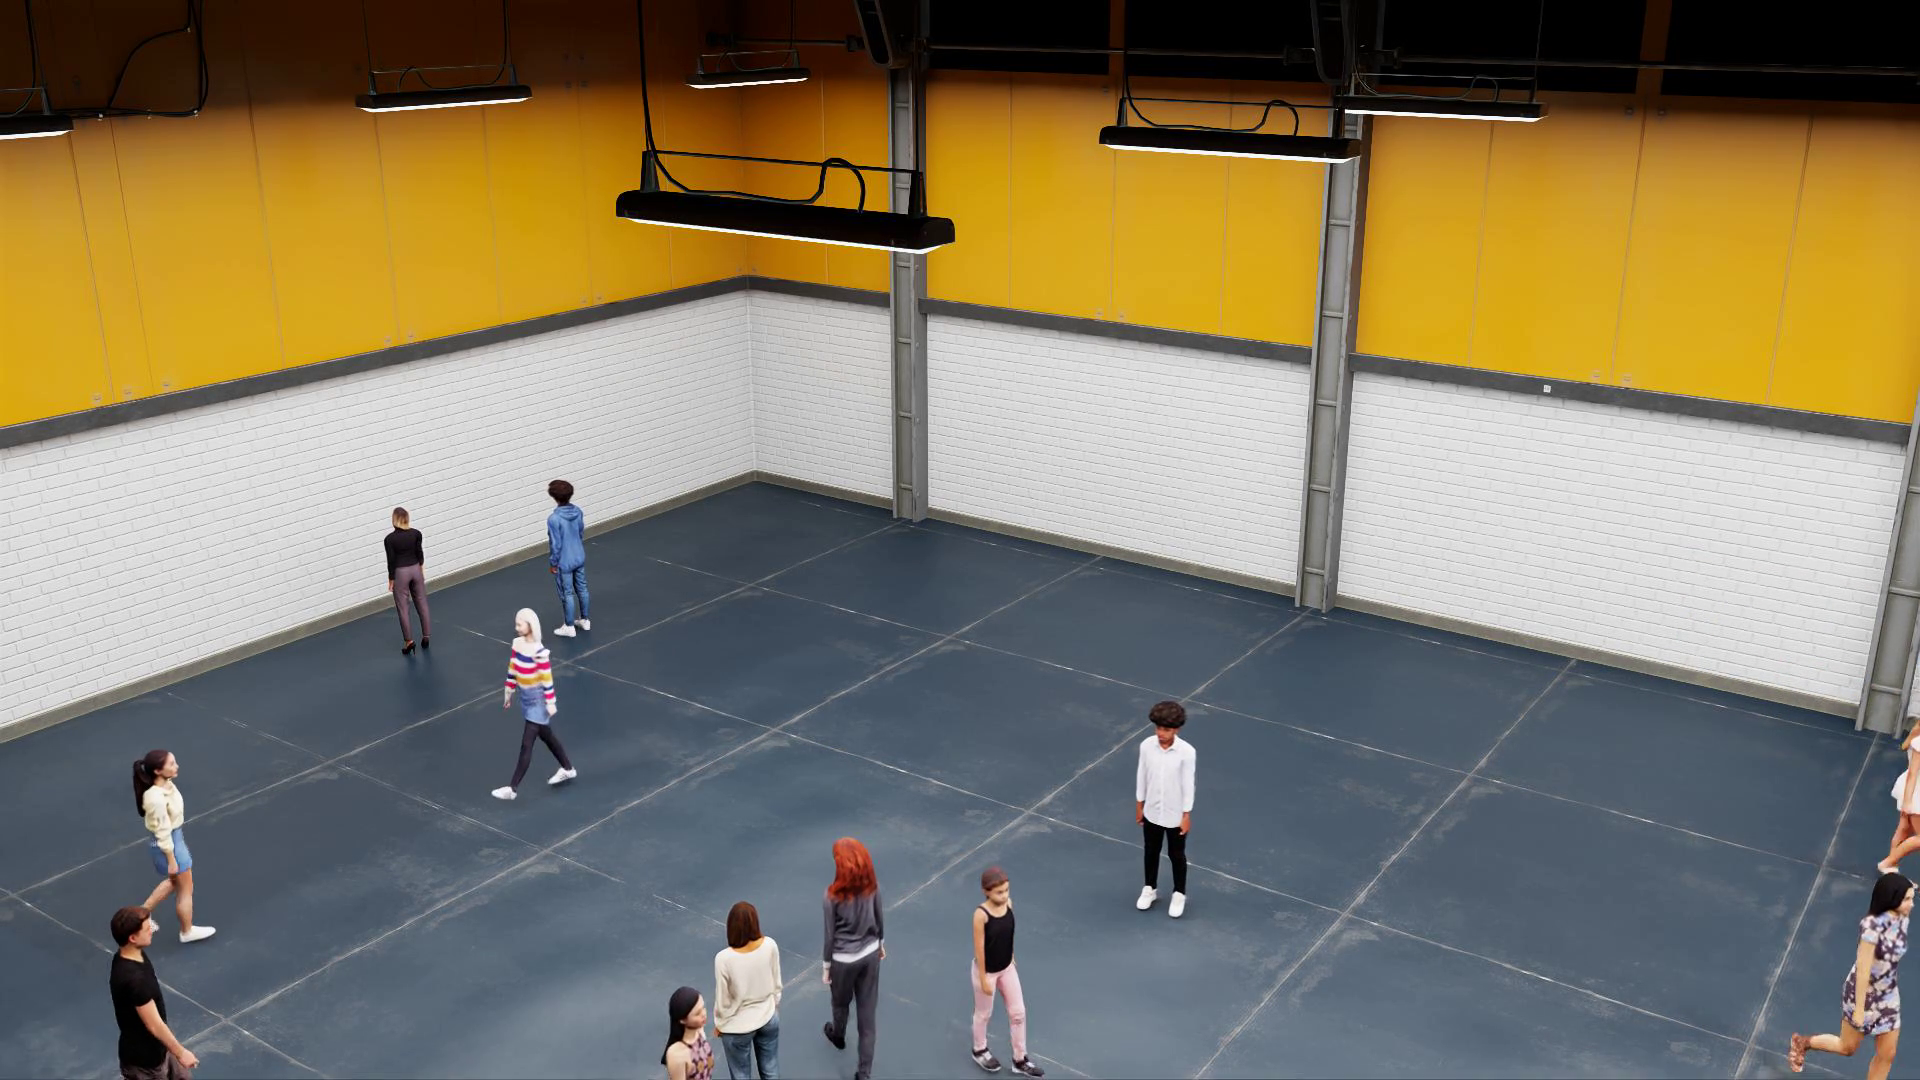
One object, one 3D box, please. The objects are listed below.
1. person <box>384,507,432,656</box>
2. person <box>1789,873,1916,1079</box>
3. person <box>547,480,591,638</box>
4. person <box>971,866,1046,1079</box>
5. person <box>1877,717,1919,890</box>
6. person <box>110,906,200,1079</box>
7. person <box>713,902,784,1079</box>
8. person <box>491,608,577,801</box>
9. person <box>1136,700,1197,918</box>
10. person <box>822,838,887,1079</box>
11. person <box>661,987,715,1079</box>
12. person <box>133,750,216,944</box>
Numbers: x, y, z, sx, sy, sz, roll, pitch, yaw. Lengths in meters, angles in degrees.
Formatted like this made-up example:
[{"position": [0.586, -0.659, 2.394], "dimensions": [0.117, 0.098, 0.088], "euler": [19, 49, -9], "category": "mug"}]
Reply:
[{"position": [-6.039, 0.440, 18.194], "dimensions": [0.630, 1.672, 0.581], "euler": [-18, 25, -42], "category": "person"}, {"position": [5.816, 2.924, 10.760], "dimensions": [0.920, 1.708, 1.092], "euler": [-9, 20, -24], "category": "person"}, {"position": [-4.407, 0.193, 18.720], "dimensions": [0.553, 1.803, 0.667], "euler": [12, 22, 32], "category": "person"}, {"position": [0.180, 2.866, 11.189], "dimensions": [0.663, 1.544, 0.845], "euler": [-16, 24, -39], "category": "person"}, {"position": [7.650, 2.021, 13.469], "dimensions": [0.596, 1.689, 0.606], "euler": [15, 24, 37], "category": "person"}, {"position": [-4.994, 3.094, 10.058], "dimensions": [1.029, 1.835, 1.066], "euler": [-9, 21, -26], "category": "person"}, {"position": [-1.326, 3.028, 10.491], "dimensions": [0.693, 1.683, 0.681], "euler": [-11, 21, -29], "category": "person"}, {"position": [-3.766, 1.460, 15.031], "dimensions": [0.879, 1.756, 1.105], "euler": [-17, 25, -41], "category": "person"}, {"position": [1.624, 2.092, 13.078], "dimensions": [0.538, 1.804, 0.712], "euler": [9, 21, 25], "category": "person"}, {"position": [-0.667, 2.842, 10.953], "dimensions": [0.957, 1.739, 1.112], "euler": [-8, 20, -22], "category": "person"}, {"position": [-1.625, 3.347, 9.495], "dimensions": [1.254, 1.714, 0.928], "euler": [4, 19, 12], "category": "person"}, {"position": [-6.084, 2.345, 12.615], "dimensions": [0.906, 1.621, 0.879], "euler": [-9, 20, -24], "category": "person"}]
